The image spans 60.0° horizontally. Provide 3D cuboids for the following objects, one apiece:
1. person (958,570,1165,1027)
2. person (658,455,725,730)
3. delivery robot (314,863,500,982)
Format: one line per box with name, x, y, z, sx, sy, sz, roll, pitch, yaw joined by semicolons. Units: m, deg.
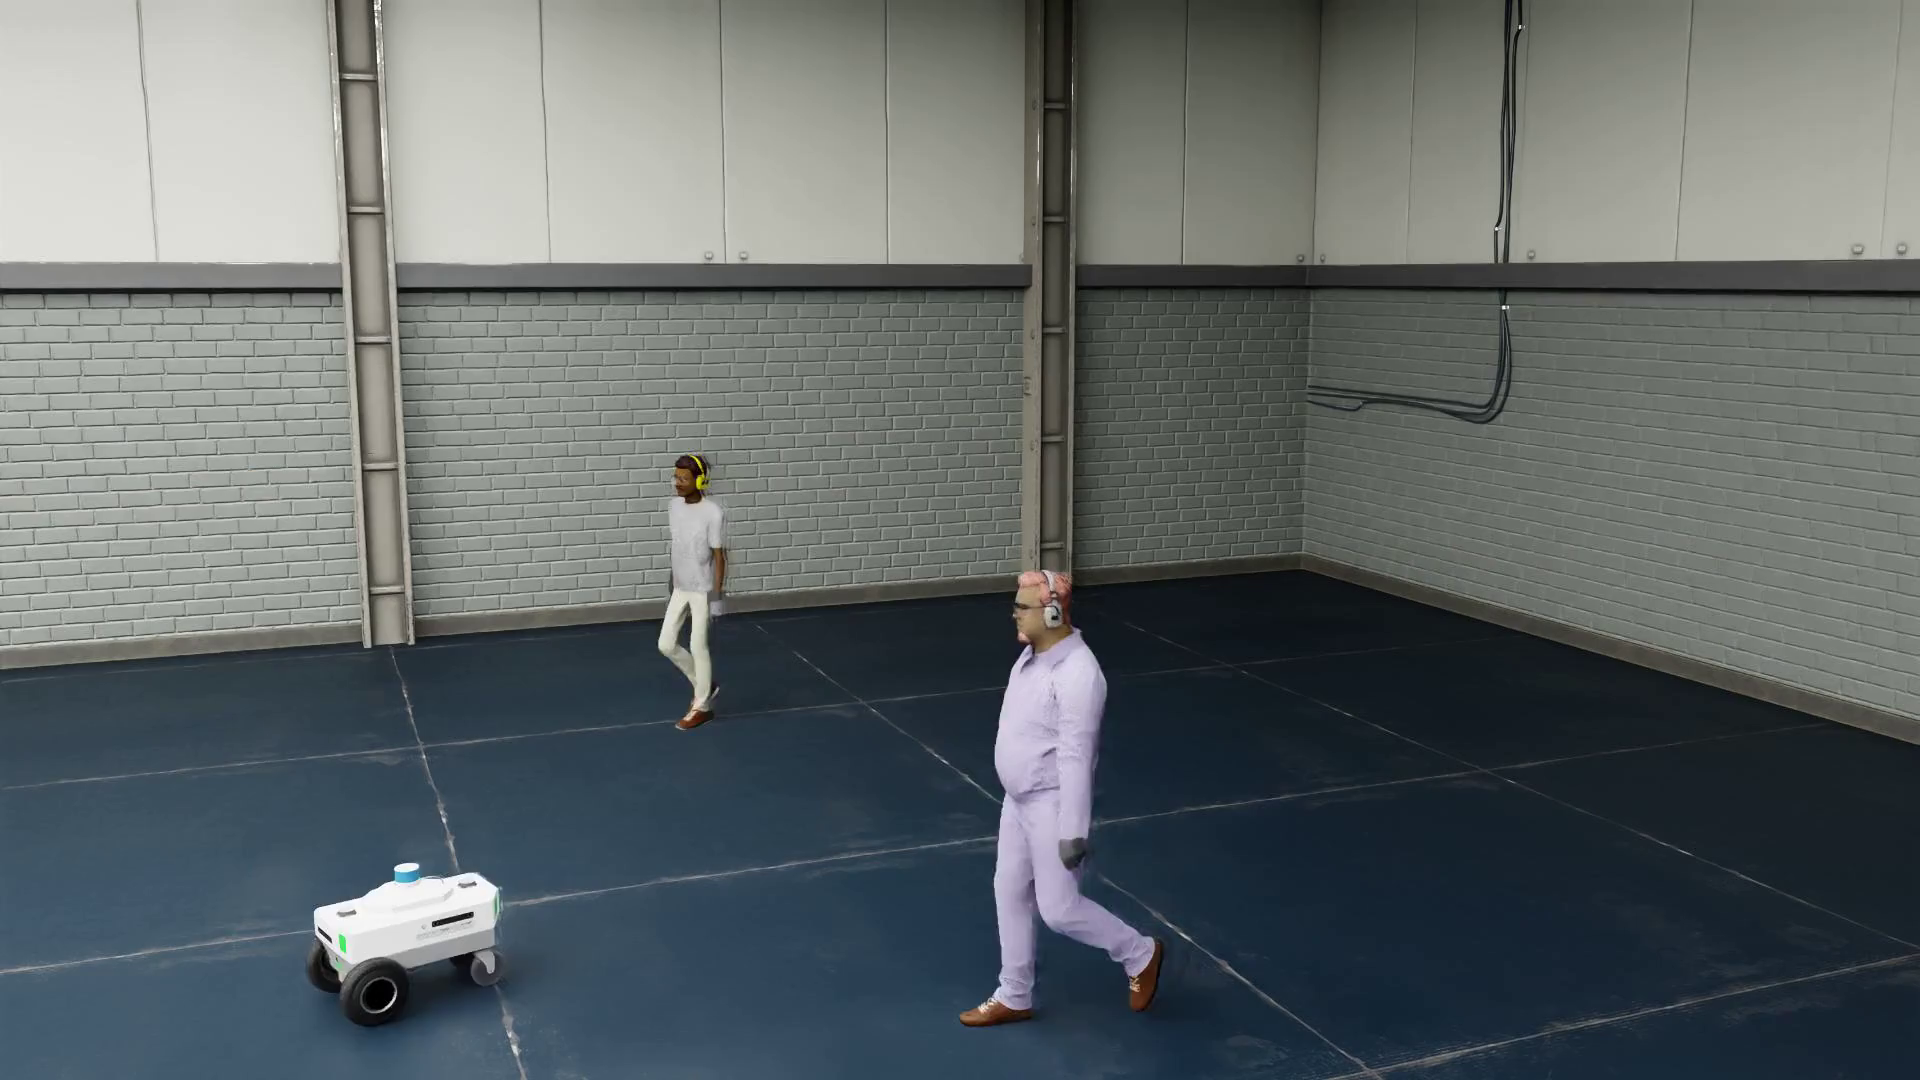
person;0.411;1.043;6.659;0.765;1.880;0.651;-3;10;-18
person;-1.798;0.347;11.114;0.563;1.856;0.396;7;11;36
delivery robot;-2.315;1.605;6.998;0.707;0.478;0.477;-7;12;-39
